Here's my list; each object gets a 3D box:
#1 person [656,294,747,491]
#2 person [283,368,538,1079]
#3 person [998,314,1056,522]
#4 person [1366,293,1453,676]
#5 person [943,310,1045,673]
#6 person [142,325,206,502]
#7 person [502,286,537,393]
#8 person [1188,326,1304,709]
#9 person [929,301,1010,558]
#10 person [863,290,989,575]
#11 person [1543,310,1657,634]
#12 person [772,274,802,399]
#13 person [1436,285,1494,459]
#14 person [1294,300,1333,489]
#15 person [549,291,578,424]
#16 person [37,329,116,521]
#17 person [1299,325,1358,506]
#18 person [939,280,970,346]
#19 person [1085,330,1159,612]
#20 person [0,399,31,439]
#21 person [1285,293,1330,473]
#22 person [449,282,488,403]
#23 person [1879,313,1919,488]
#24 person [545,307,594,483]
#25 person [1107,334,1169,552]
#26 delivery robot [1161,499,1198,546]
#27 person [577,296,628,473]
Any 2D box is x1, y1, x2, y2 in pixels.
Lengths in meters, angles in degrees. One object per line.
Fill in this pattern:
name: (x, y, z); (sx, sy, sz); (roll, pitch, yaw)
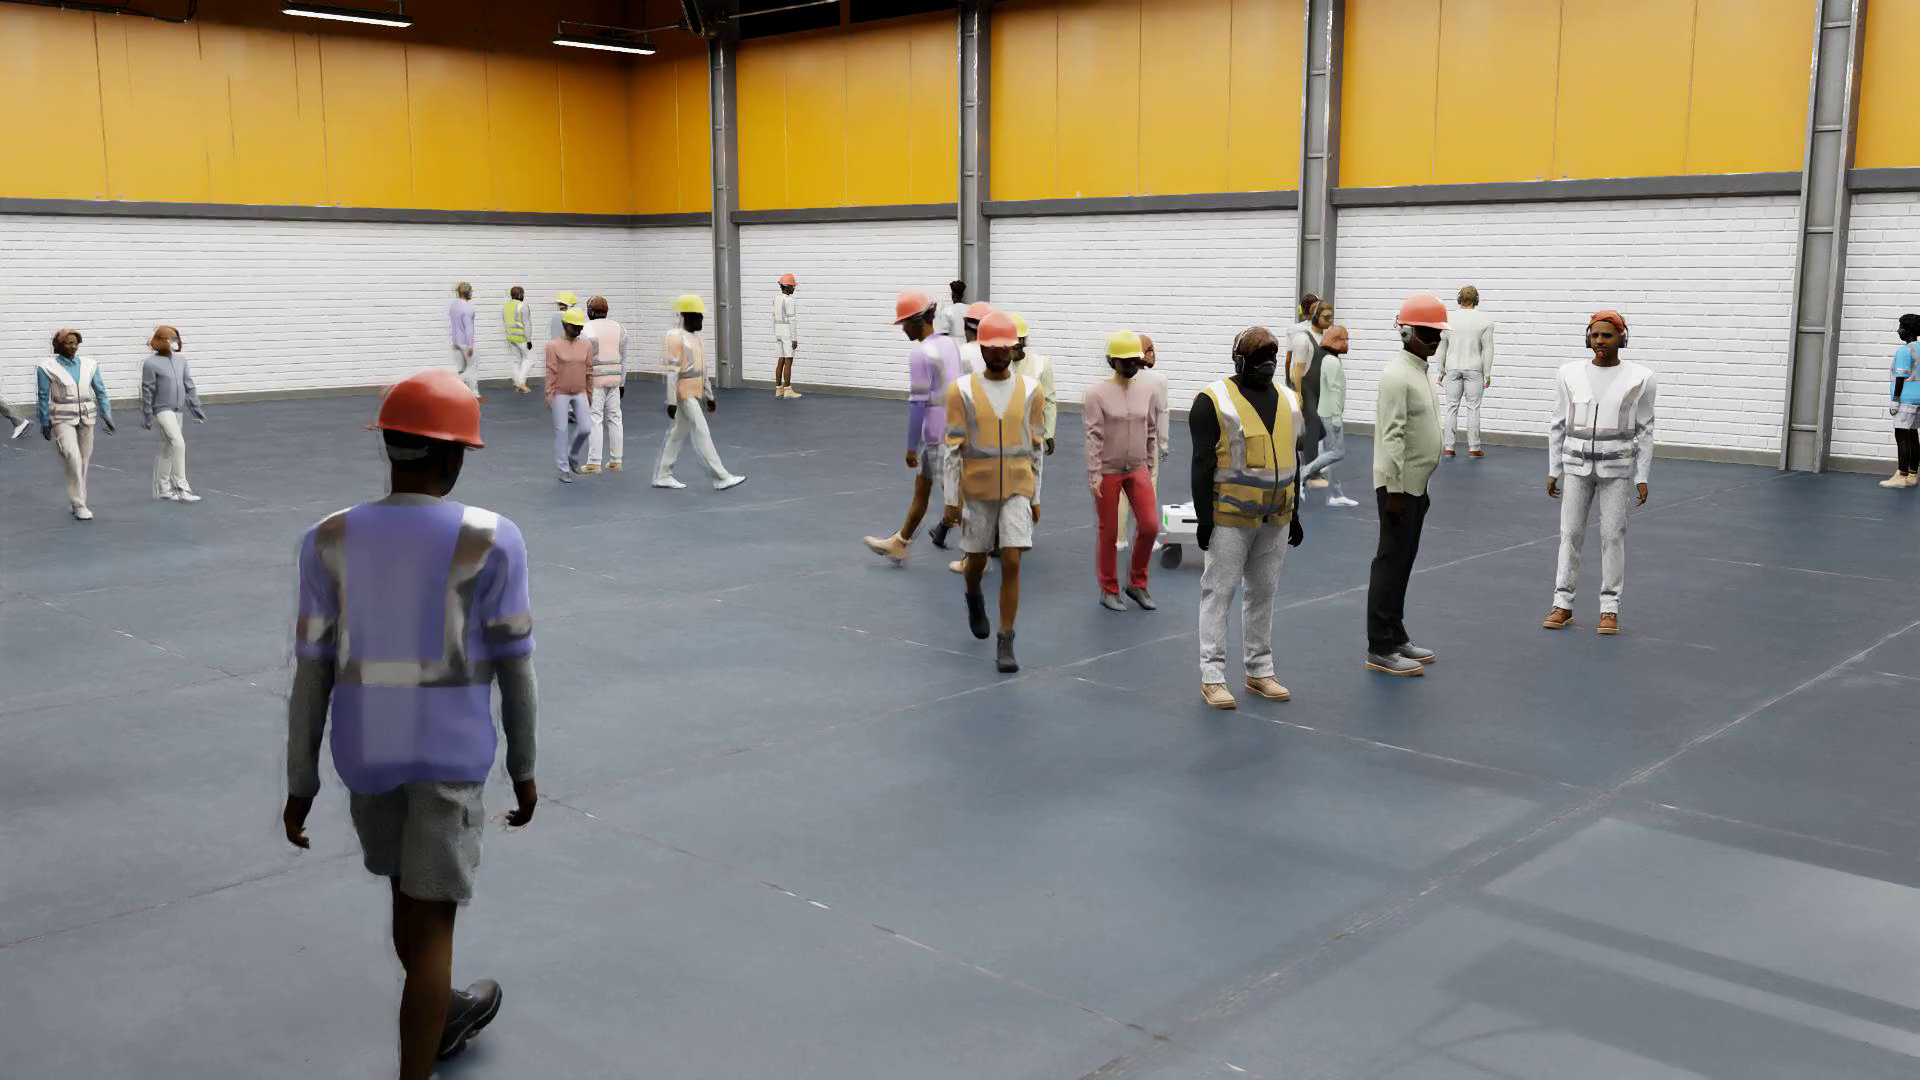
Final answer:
person: (-2.515, -1.399, 15.887); (0.974, 1.870, 0.609); (2, 9, 12)
person: (-1.342, 0.536, 4.051); (0.593, 1.880, 1.015); (0, 9, 2)
person: (0.419, -0.827, 12.680); (0.586, 1.792, 0.933); (-1, 9, -5)
person: (2.371, -0.296, 8.771); (0.393, 1.990, 0.616); (5, 11, 28)
person: (0.180, -0.290, 9.014); (0.551, 1.911, 0.832); (-1, 9, -6)
person: (-7.108, -1.139, 15.136); (0.691, 1.606, 0.504); (2, 9, 11)
person: (-7.494, -3.396, 28.259); (0.659, 1.831, 0.434); (7, 12, 36)
person: (1.412, -0.110, 8.097); (0.619, 1.845, 0.430); (-4, 10, -25)
person: (0.060, -0.831, 12.405); (0.542, 1.864, 0.917); (-8, 12, -41)
person: (-0.237, -0.738, 11.583); (1.044, 1.963, 0.691); (3, 10, 20)
person: (3.720, -0.393, 9.703); (0.572, 1.883, 0.358); (6, 11, 32)
person: (-2.824, -3.334, 27.247); (0.391, 2.040, 0.614); (-6, 11, -34)
person: (5.634, -1.870, 18.588); (0.629, 1.940, 0.377); (5, 11, 30)
person: (3.373, -1.422, 16.206); (0.519, 1.827, 0.648); (-9, 13, -44)
person: (-5.325, -2.467, 22.610); (0.631, 1.814, 0.438); (9, 13, 43)
person: (-7.460, -0.973, 14.090); (0.709, 1.614, 0.528); (6, 11, 33)
person: (3.275, -1.099, 14.803); (0.545, 1.617, 0.518); (1, 9, 9)
person: (-0.020, -2.625, 23.134); (0.600, 1.967, 0.369); (-4, 10, -25)
person: (1.005, -0.410, 10.225); (0.522, 1.750, 0.472); (-4, 10, -21)
person: (-12.002, -2.142, 20.418); (0.908, 1.894, 0.595); (-6, 11, -32)
person: (3.629, -1.628, 17.324); (0.521, 1.869, 0.328); (5, 10, 26)
person: (-7.831, -3.074, 26.025); (0.633, 1.921, 0.749); (9, 13, 44)
person: (9.193, -1.346, 16.142); (0.532, 1.694, 0.319); (-8, 12, -40)
person: (-3.891, -1.442, 16.574); (0.541, 1.744, 0.423); (-6, 11, -33)
person: (1.328, -0.722, 12.482); (0.502, 1.632, 0.277); (5, 10, 27)
delivery robot: (1.792, -0.128, 11.852); (0.707, 0.478, 0.477); (1, 9, 7)
person: (-3.756, -1.616, 17.334); (0.429, 1.843, 0.628); (8, 12, 41)
